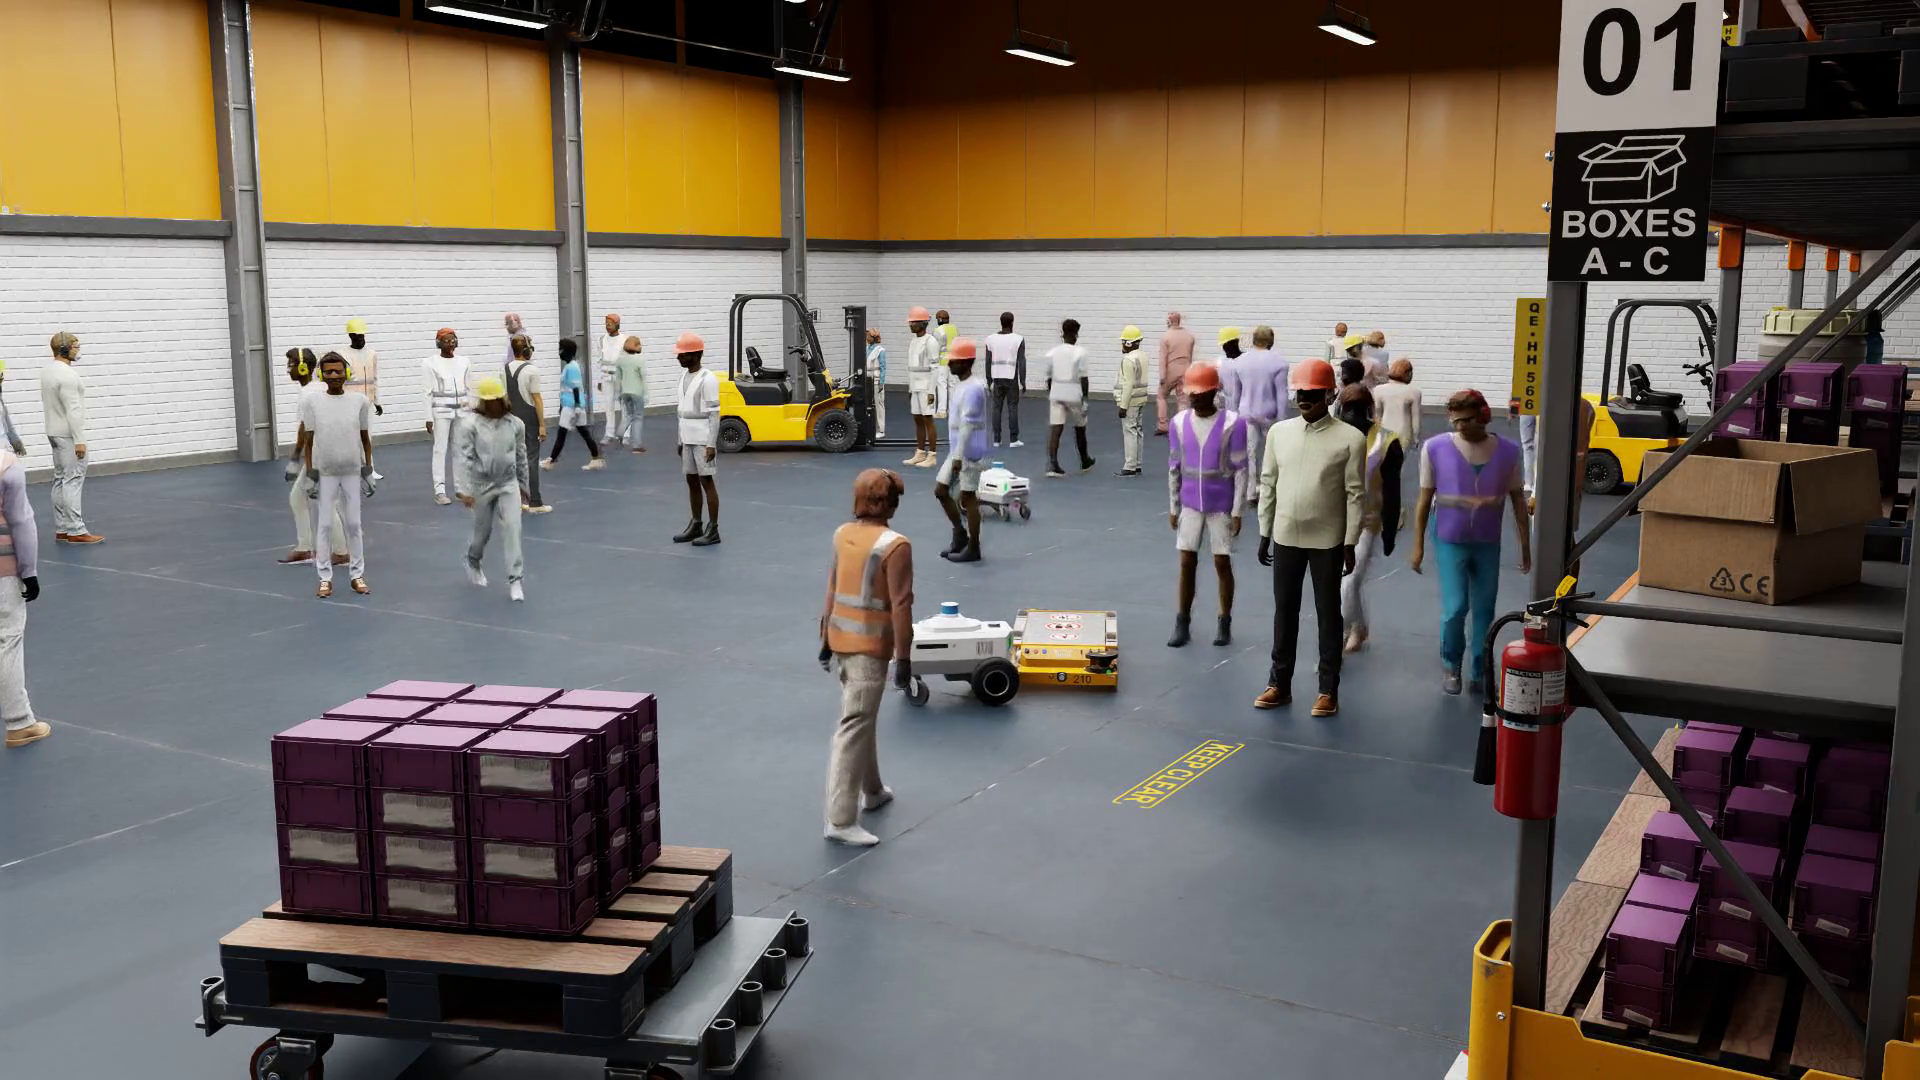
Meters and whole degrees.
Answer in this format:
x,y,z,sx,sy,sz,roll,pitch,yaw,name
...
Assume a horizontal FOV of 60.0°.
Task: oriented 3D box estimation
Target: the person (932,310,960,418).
x,y,z,sx,sy,sz,roll,pitch,yaw,name
-0.278,-2.987,28.309,0.429,1.838,0.621,8,12,39,person

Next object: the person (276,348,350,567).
x,y,z,sx,sy,sz,roll,pitch,yaw,name
-5.466,-0.668,13.809,0.745,1.842,0.499,-3,9,-16,person

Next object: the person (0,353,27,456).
x,y,z,sx,sy,sz,roll,pitch,yaw,name
-8.660,-0.887,14.903,0.478,1.930,0.649,-7,11,-37,person

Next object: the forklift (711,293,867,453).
x,y,z,sx,sy,sz,roll,pitch,yaw,name
-2.458,-2.344,23.176,2.313,2.155,1.214,0,9,-2,forklift

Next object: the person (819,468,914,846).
x,y,z,sx,sy,sz,roll,pitch,yaw,name
-0.401,0.493,7.325,0.585,1.598,0.559,-7,11,-37,person

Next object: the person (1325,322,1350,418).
x,y,z,sx,sy,sz,roll,pitch,yaw,name
6.370,-2.821,27.877,0.515,1.641,0.309,2,9,10,person

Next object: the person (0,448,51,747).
x,y,z,sx,sy,sz,roll,pitch,yaw,name
-5.087,0.164,8.615,0.629,1.842,0.429,-1,9,-3,person

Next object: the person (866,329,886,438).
x,y,z,sx,sy,sz,roll,pitch,yaw,name
-1.291,-2.338,24.865,0.308,1.639,0.517,-8,12,-40,person

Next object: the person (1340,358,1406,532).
x,y,z,sx,sy,sz,roll,pitch,yaw,name
3.862,-0.900,15.808,0.703,1.671,0.550,-2,9,-12,person

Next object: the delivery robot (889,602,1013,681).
x,y,z,sx,sy,sz,roll,pitch,yaw,name
-0.061,0.602,9.594,0.707,0.478,0.477,-1,9,-8,delivery robot

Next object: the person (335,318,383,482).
x,y,z,sx,sy,sz,roll,pitch,yaw,name
-7.120,-1.658,19.719,0.368,1.928,0.585,6,11,33,person

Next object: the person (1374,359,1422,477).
x,y,z,sx,sy,sz,roll,pitch,yaw,name
4.491,-1.075,17.161,0.508,1.584,0.855,5,10,27,person

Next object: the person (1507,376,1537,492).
x,y,z,sx,sy,sz,roll,pitch,yaw,name
6.452,-1.426,18.813,0.540,1.746,0.620,0,9,0,person

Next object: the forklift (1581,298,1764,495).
x,y,z,sx,sy,sz,roll,pitch,yaw,name
7.954,-1.589,18.462,2.313,2.155,1.214,5,11,30,forklift

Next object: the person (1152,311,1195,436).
x,y,z,sx,sy,sz,roll,pitch,yaw,name
3.200,-2.491,25.045,0.660,1.884,0.677,-4,10,-26,person

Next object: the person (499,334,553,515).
x,y,z,sx,sy,sz,roll,pitch,yaw,name
-4.439,-1.175,16.961,0.512,1.845,0.340,4,10,25,person

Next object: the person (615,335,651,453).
x,y,z,sx,sy,sz,roll,pitch,yaw,name
-4.491,-1.988,22.759,0.505,1.623,0.405,5,10,29,person

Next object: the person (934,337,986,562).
x,y,z,sx,sy,sz,roll,pitch,yaw,name
-0.018,-0.750,14.100,0.479,1.921,0.544,-3,10,-19,person

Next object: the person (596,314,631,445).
x,y,z,sx,sy,sz,roll,pitch,yaw,name
-4.946,-2.304,23.888,0.579,1.881,0.342,3,9,16,person

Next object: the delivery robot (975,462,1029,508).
x,y,z,sx,sy,sz,roll,pitch,yaw,name
0.379,-0.542,16.735,0.477,0.478,0.707,-7,11,-35,delivery robot

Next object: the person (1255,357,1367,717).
x,y,z,sx,sy,sz,roll,pitch,yaw,name
1.947,-0.020,9.286,0.612,1.995,0.376,6,11,32,person

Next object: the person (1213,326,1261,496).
x,y,z,sx,sy,sz,roll,pitch,yaw,name
3.093,-1.426,18.423,0.626,1.872,0.578,7,12,37,person

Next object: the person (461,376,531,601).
x,y,z,sx,sy,sz,roll,pitch,yaw,name
-3.562,-0.420,12.709,0.521,1.700,0.813,-5,10,-28,person

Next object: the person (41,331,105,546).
x,y,z,sx,sy,sz,roll,pitch,yaw,name
-8.076,-0.918,15.069,0.636,1.938,0.354,9,13,44,person

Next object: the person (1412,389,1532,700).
x,y,z,sx,sy,sz,roll,pitch,yaw,name
2.938,0.035,9.521,0.682,1.808,0.451,0,9,-2,person

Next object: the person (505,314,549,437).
x,y,z,sx,sy,sz,roll,pitch,yaw,name
-6.404,-2.366,24.396,0.541,1.861,0.818,-1,9,-6,person

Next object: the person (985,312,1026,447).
x,y,z,sx,sy,sz,roll,pitch,yaw,name
0.649,-2.274,23.595,0.596,1.916,0.372,3,10,20,person

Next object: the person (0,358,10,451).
x,y,z,sx,sy,sz,roll,pitch,yaw,name
-8.199,-0.673,13.967,0.611,1.803,0.500,6,11,35,person

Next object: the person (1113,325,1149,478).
x,y,z,sx,sy,sz,roll,pitch,yaw,name
2.056,-1.667,20.076,0.404,1.833,0.590,4,10,24,person

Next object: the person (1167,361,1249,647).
x,y,z,sx,sy,sz,roll,pitch,yaw,name
1.624,-0.221,10.937,0.558,1.904,0.573,5,10,29,person

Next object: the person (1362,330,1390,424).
x,y,z,sx,sy,sz,roll,pitch,yaw,name
6.084,-2.270,24.460,0.275,1.632,0.505,-9,12,-43,person

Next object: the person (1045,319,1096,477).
x,y,z,sx,sy,sz,roll,pitch,yaw,name
1.334,-1.727,20.236,0.626,1.896,1.048,5,10,28,person

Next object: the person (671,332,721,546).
x,y,z,sx,sy,sz,roll,pitch,yaw,name
-2.396,-0.911,15.034,0.373,1.933,0.549,-8,12,-42,person

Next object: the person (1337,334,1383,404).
x,y,z,sx,sy,sz,roll,pitch,yaw,name
4.910,-1.674,20.442,0.549,1.724,0.453,5,10,29,person

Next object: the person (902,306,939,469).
x,y,z,sx,sy,sz,roll,pitch,yaw,name
-0.497,-1.921,21.004,0.397,2.043,0.609,-5,10,-29,person

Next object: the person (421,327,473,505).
x,y,z,sx,sy,sz,roll,pitch,yaw,name
-5.450,-1.323,17.766,0.345,1.882,0.584,8,12,42,person

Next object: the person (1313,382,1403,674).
x,y,z,sx,sy,sz,roll,pitch,yaw,name
2.454,-0.104,10.484,0.636,1.799,0.961,7,11,36,person

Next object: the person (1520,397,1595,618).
x,y,z,sx,sy,sz,roll,pitch,yaw,name
4.176,-0.376,11.693,0.552,1.935,0.364,-7,11,-35,person

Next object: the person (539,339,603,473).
x,y,z,sx,sy,sz,roll,pitch,yaw,name
-4.853,-1.655,20.544,0.882,1.641,0.550,-2,9,-14,person

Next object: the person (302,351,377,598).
x,y,z,sx,sy,sz,roll,pitch,yaw,name
-4.723,-0.501,12.680,0.515,1.872,0.333,-5,10,-27,person

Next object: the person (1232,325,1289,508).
x,y,z,sx,sy,sz,roll,pitch,yaw,name
3.184,-1.303,17.529,0.657,1.914,0.655,5,10,28,person

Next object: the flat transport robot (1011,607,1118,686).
x,y,z,sx,sy,sz,roll,pitch,yaw,name
0.661,0.651,10.462,0.652,0.197,1.431,1,9,5,flat transport robot
